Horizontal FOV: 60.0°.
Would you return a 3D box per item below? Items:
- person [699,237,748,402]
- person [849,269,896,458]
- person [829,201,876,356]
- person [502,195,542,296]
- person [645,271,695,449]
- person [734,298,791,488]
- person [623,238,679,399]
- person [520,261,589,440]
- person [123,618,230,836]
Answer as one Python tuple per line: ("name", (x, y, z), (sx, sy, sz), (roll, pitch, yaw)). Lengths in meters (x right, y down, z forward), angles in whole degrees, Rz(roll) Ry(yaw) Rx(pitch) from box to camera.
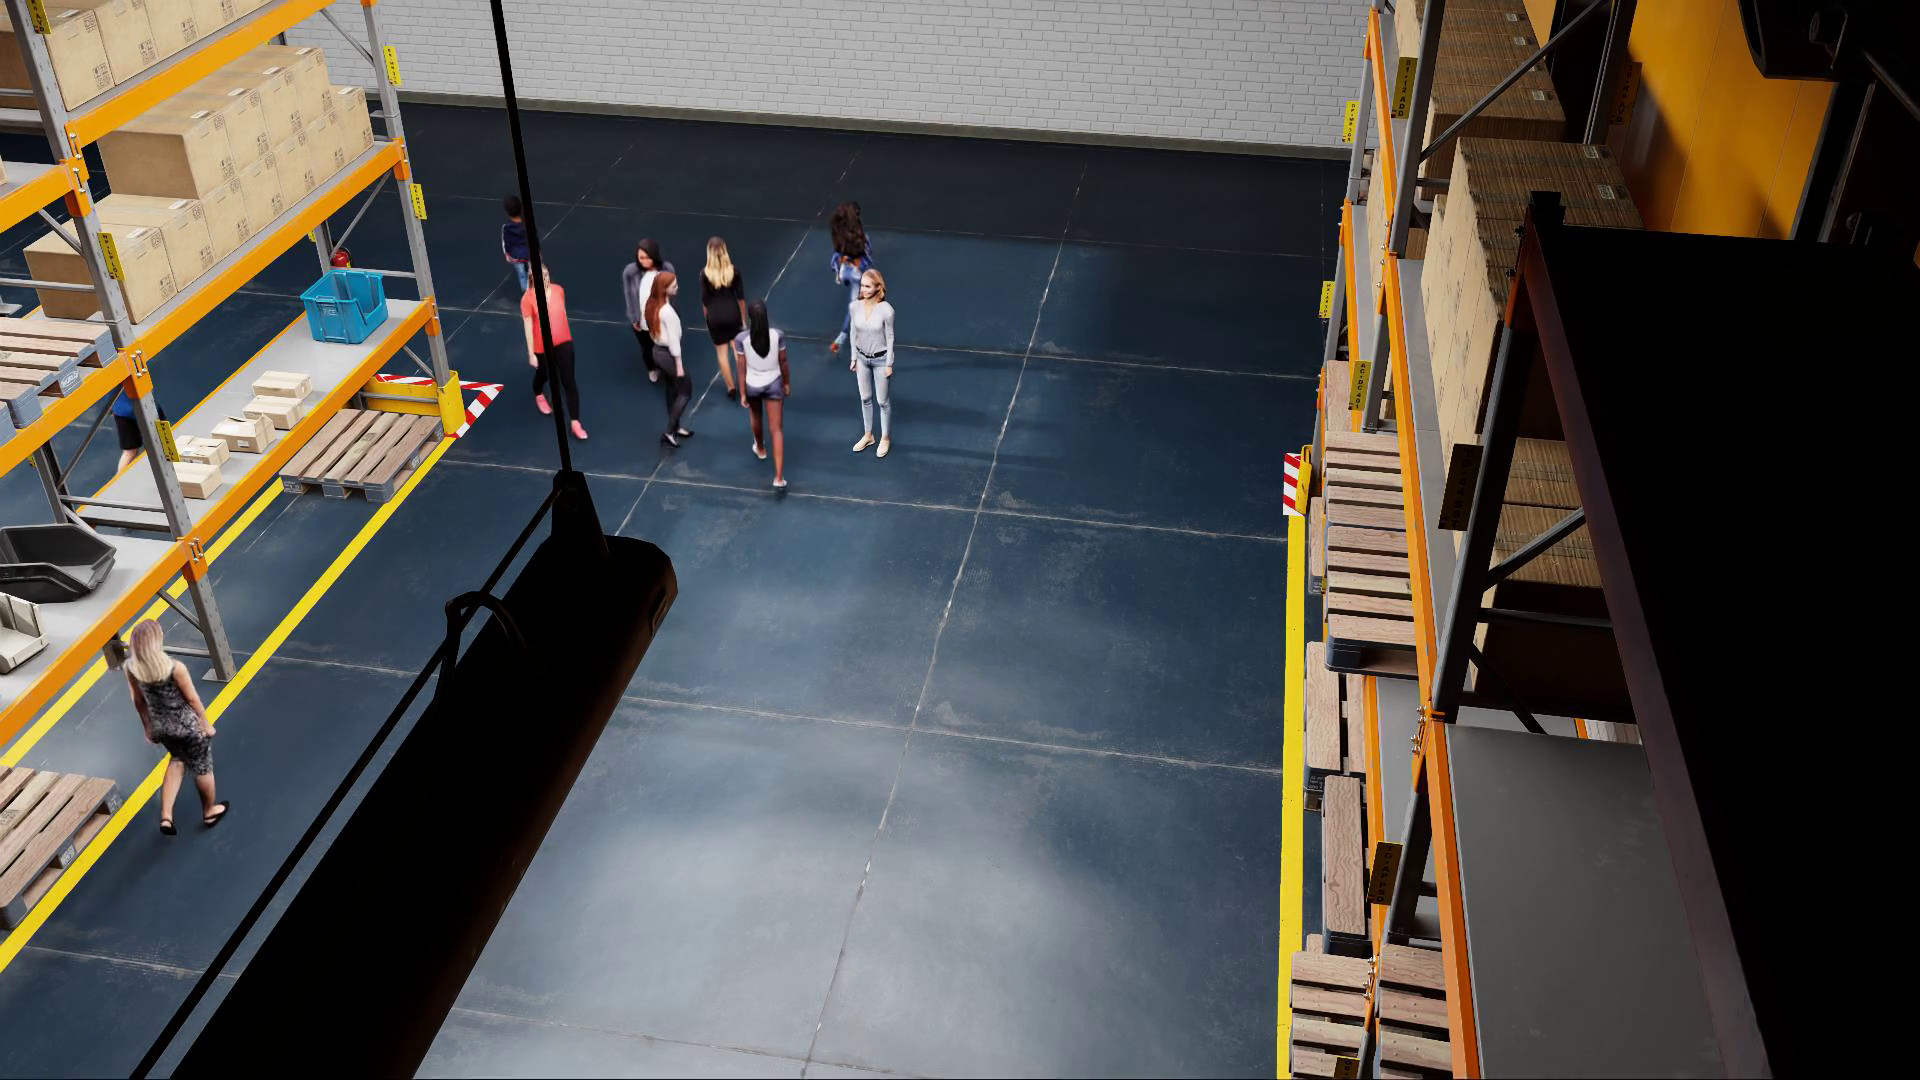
("person", (-2.220, -2.037, 15.738), (0.681, 1.666, 0.738), (-11, 35, -16))
("person", (-0.781, -1.608, 14.975), (0.637, 1.796, 0.593), (14, 36, 20))
("person", (-1.092, -2.590, 16.642), (0.869, 1.586, 1.121), (19, 38, 26))
("person", (-4.649, -3.054, 17.673), (0.606, 1.218, 0.633), (-13, 36, -18))
("person", (-2.683, -1.580, 14.974), (0.861, 1.751, 0.802), (-23, 40, -30))
("person", (-1.703, -1.251, 14.548), (0.946, 1.675, 1.285), (-6, 34, -9))
("person", (-2.973, -2.160, 16.021), (0.897, 1.559, 1.123), (-7, 34, -11))
("person", (-3.833, -1.799, 15.391), (1.123, 1.655, 1.176), (-21, 39, -29))
("person", (-5.095, 1.275, 10.735), (0.558, 1.689, 0.769), (5, 34, 8))
